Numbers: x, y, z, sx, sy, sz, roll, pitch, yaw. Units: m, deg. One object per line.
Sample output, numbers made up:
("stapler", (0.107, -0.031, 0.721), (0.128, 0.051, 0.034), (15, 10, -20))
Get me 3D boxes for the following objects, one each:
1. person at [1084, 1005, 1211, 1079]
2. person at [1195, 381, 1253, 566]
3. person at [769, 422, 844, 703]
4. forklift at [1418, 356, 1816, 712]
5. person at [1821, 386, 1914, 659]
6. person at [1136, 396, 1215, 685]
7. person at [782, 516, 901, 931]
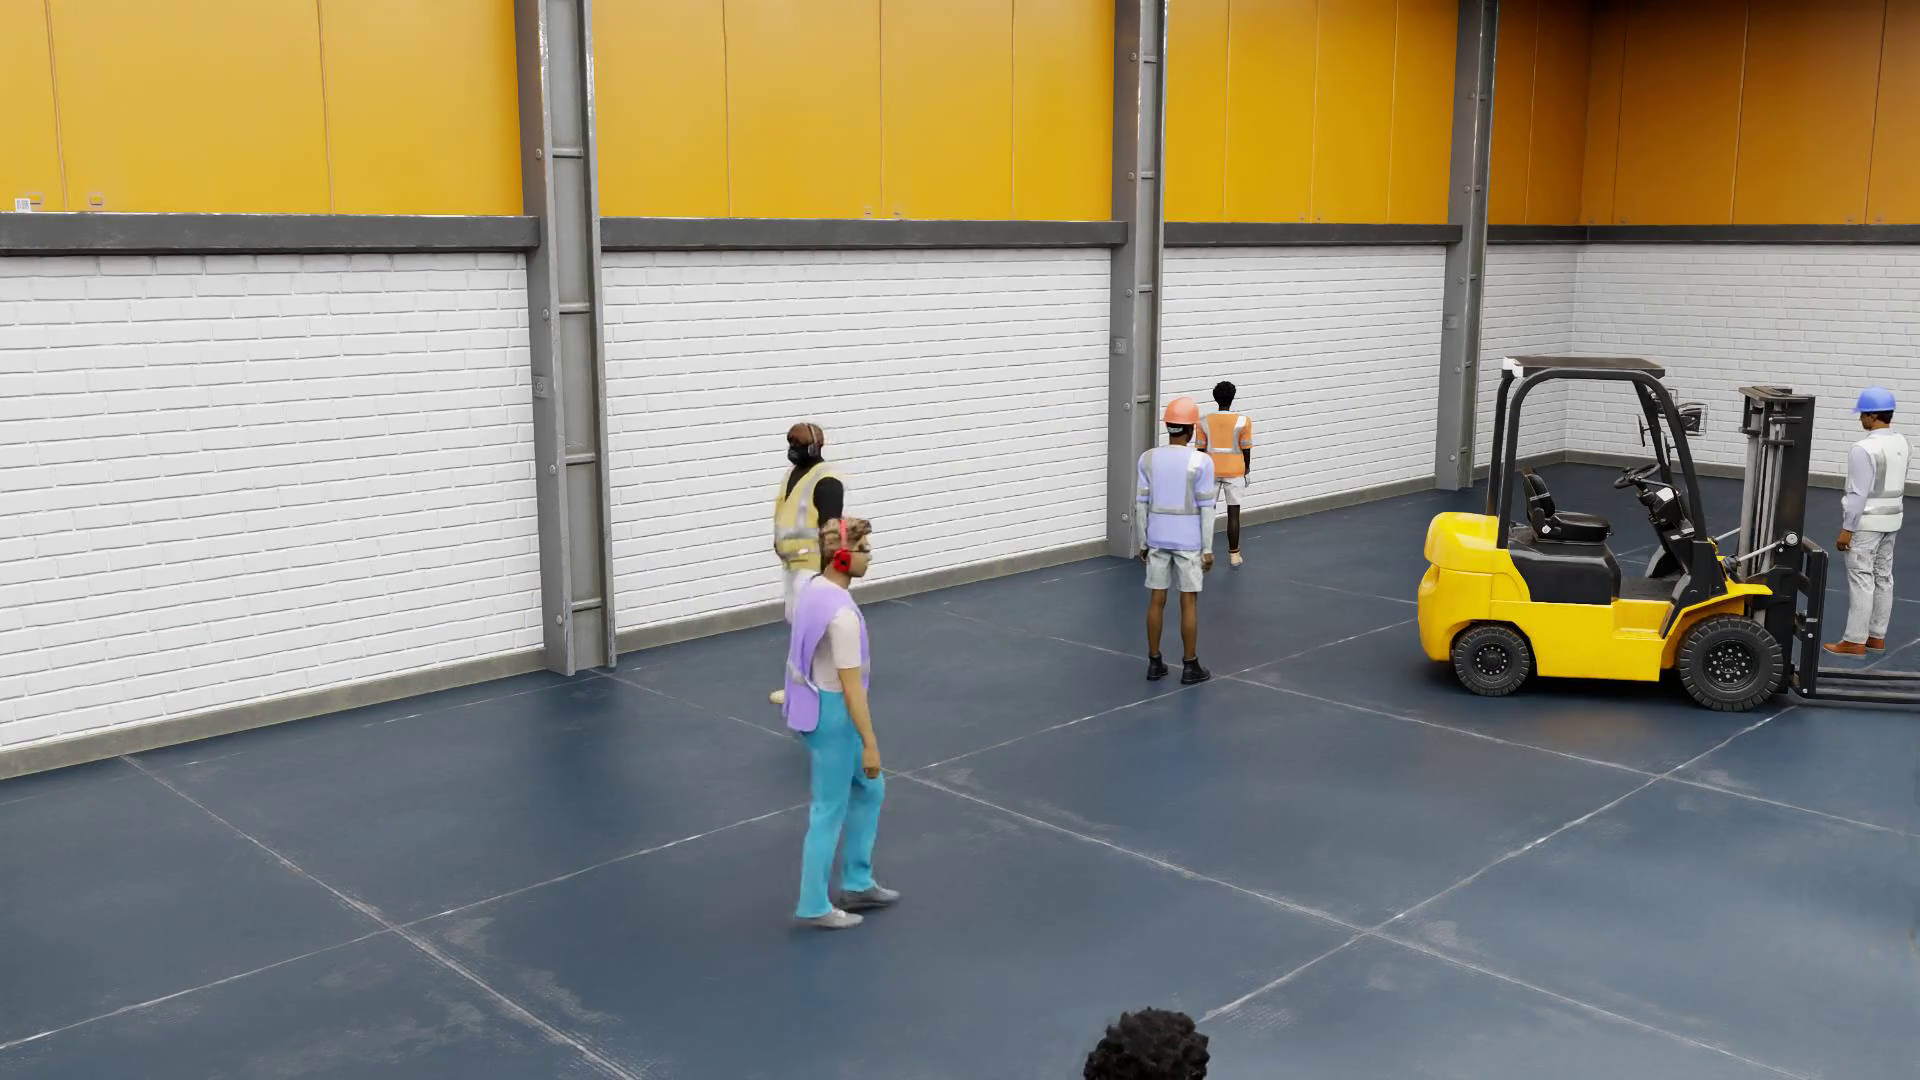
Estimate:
("person", (0.335, 1.640, 3.038), (0.863, 1.647, 0.543), (-9, 14, -40))
("person", (2.402, -0.604, 15.196), (0.531, 1.694, 0.320), (4, 11, 21))
("person", (-0.928, 0.129, 10.841), (0.692, 1.823, 0.632), (-6, 12, -31))
("forklift", (4.276, -0.101, 11.076), (2.313, 2.155, 1.214), (2, 11, 13))
("person", (6.488, -0.121, 11.858), (0.604, 1.947, 0.387), (-7, 12, -32))
("person", (1.460, 0.003, 11.208), (0.548, 1.937, 0.379), (6, 12, 29))
("person", (-0.449, 0.796, 7.198), (0.660, 1.821, 0.596), (-3, 11, -15))
